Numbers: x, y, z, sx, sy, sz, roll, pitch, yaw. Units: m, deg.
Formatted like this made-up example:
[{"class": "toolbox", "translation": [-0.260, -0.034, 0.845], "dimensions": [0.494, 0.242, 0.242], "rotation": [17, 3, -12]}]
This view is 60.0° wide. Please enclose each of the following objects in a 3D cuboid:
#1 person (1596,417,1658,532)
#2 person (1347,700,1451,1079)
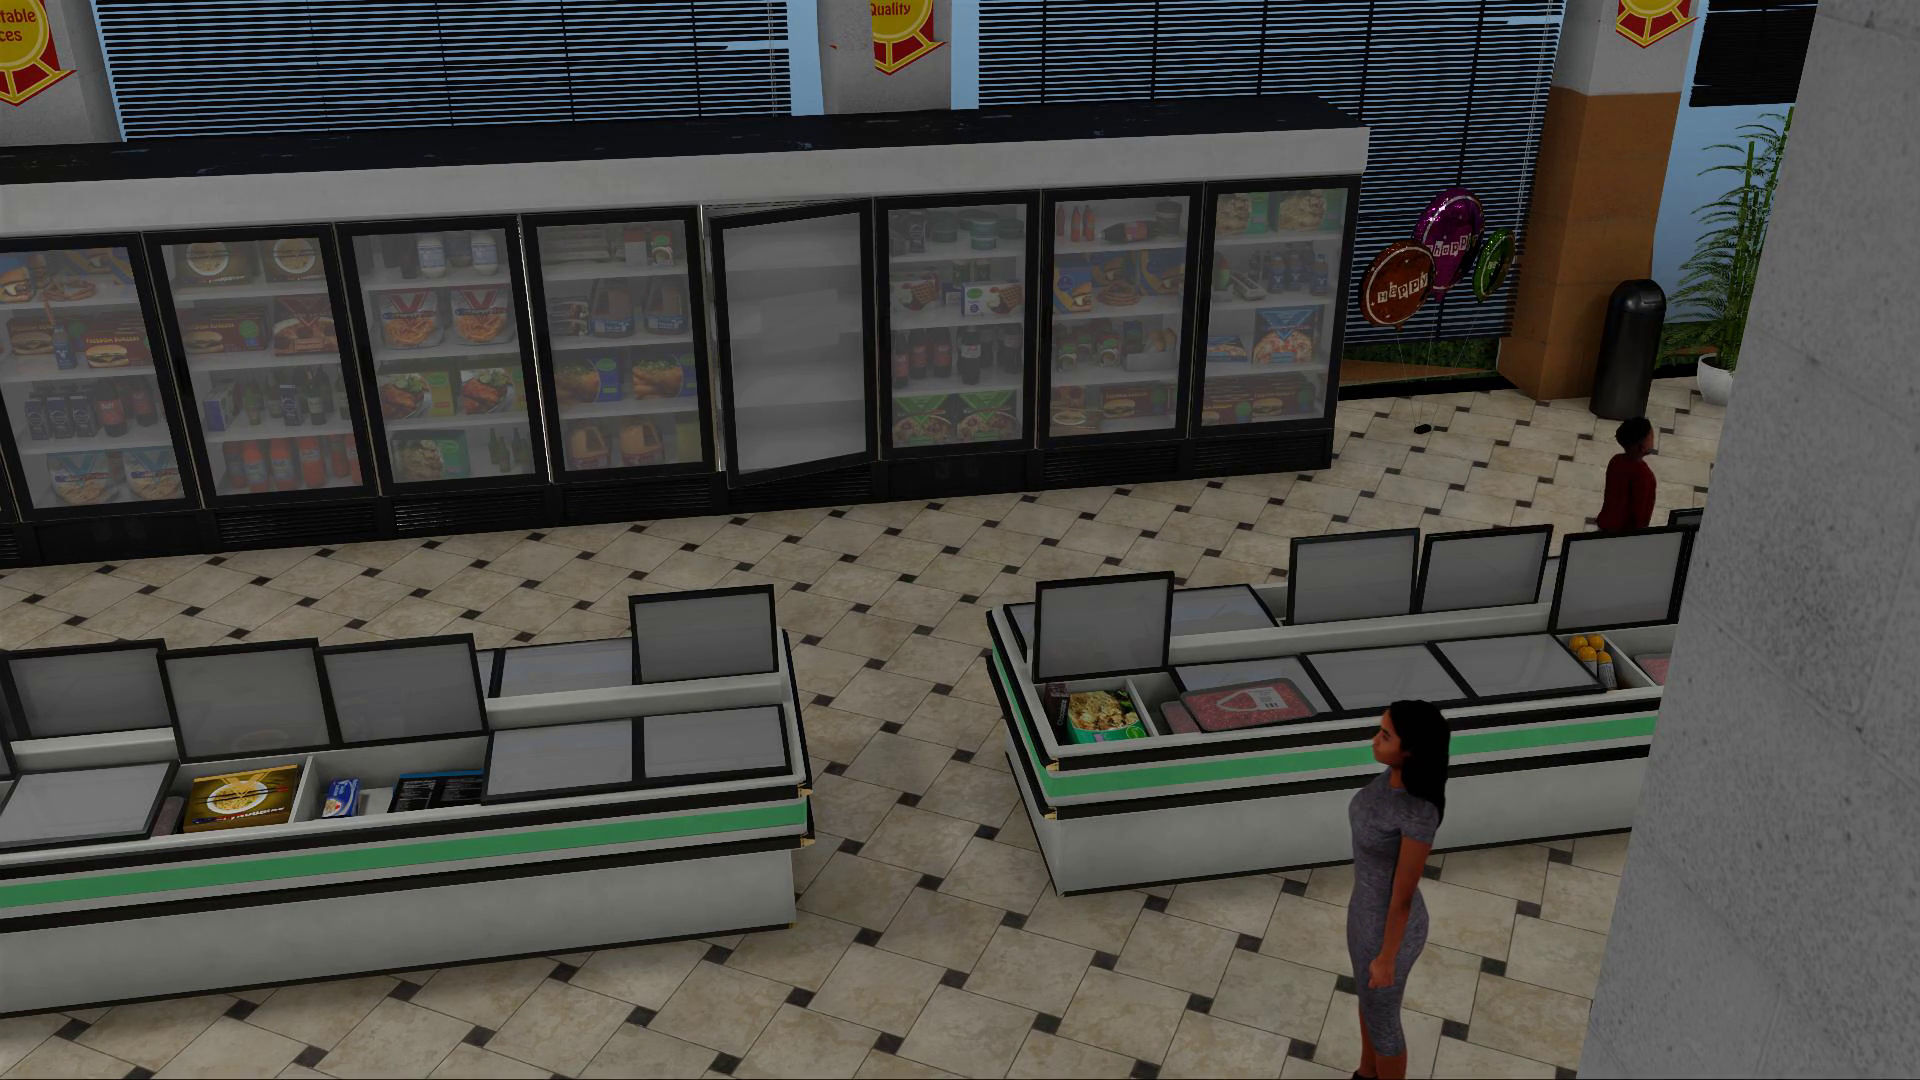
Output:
[{"class": "person", "translation": [3.534, -0.065, 9.011], "dimensions": [0.538, 1.246, 0.497], "rotation": [-5, 27, -9]}, {"class": "person", "translation": [1.462, 1.325, 5.680], "dimensions": [0.594, 1.779, 0.624], "rotation": [1, 27, 2]}]
